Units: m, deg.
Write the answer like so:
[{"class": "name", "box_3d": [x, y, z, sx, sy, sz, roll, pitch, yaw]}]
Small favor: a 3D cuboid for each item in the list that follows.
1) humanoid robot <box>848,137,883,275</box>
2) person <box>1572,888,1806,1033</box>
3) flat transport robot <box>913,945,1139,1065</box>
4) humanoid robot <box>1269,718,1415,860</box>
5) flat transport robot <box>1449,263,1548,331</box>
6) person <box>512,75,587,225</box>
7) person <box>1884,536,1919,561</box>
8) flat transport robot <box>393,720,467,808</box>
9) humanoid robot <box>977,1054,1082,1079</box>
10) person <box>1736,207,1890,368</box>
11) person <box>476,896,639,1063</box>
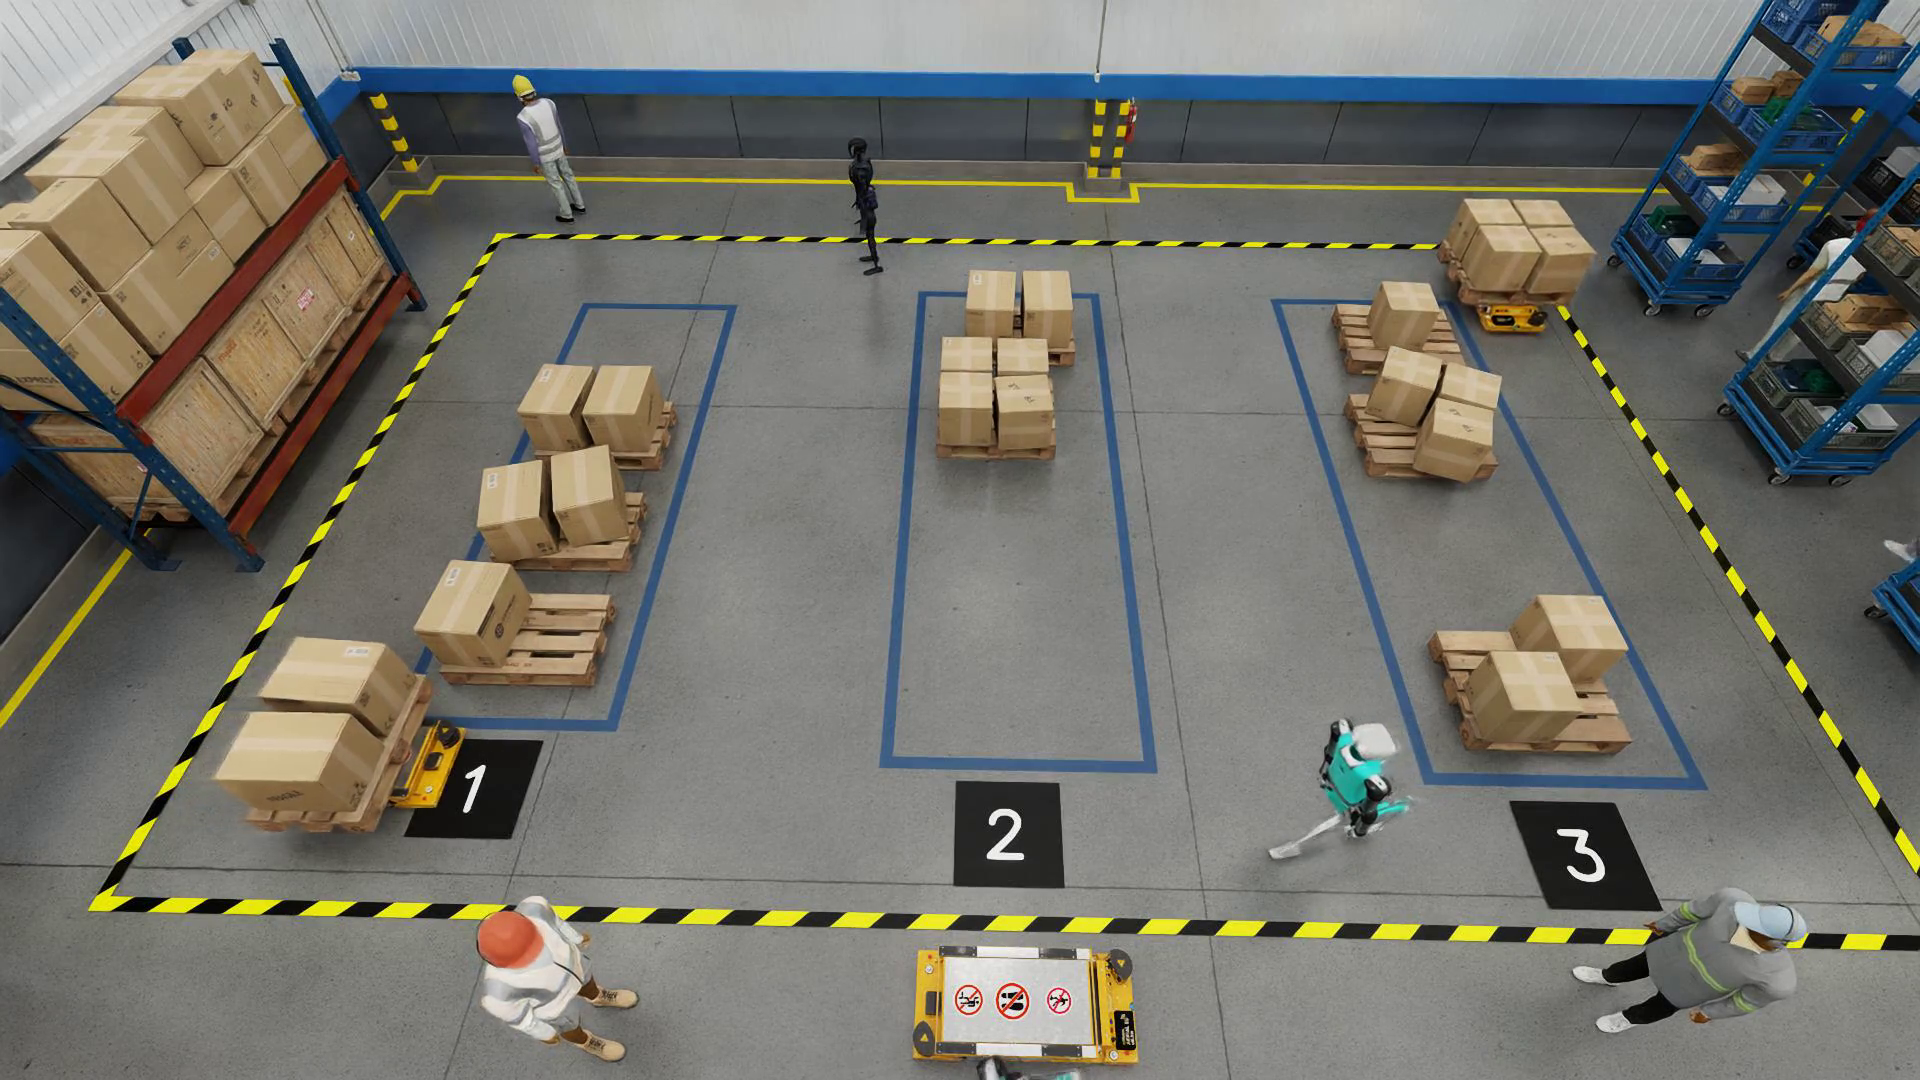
[{"class": "humanoid robot", "box_3d": [-1.121, -3.909, 10.754, 0.315, 1.657, 0.599, -8, 51, -7]}, {"class": "person", "box_3d": [4.296, 2.517, 5.413, 0.388, 1.849, 0.597, -2, 51, -2]}, {"class": "flat transport robot", "box_3d": [0.422, 3.041, 6.007, 1.431, 0.231, 0.659, 1, 51, 1]}, {"class": "humanoid robot", "box_3d": [2.766, 1.690, 6.195, 1.058, 1.754, 0.548, -12, 52, -10]}, {"class": "flat transport robot", "box_3d": [6.392, -3.010, 10.922, 0.652, 0.197, 1.431, 1, 51, 1]}, {"class": "person", "box_3d": [-5.140, -4.838, 11.422, 0.403, 1.827, 0.596, 19, 53, 15]}, {"class": "person", "box_3d": [8.807, -0.437, 7.892, 0.510, 1.723, 0.365, -18, 53, -14]}, {"class": "flat transport robot", "box_3d": [-4.665, 1.709, 7.075, 1.431, 0.197, 0.652, 1, 51, 1]}, {"class": "humanoid robot", "box_3d": [0.542, 3.065, 5.061, 0.935, 1.785, 0.535, -22, 54, -17]}, {"class": "person", "box_3d": [8.941, -2.594, 9.592, 0.574, 1.837, 0.434, 4, 51, 3]}, {"class": "person", "box_3d": [-2.292, 2.540, 5.273, 0.384, 2.039, 0.613, 3, 51, 2]}]
